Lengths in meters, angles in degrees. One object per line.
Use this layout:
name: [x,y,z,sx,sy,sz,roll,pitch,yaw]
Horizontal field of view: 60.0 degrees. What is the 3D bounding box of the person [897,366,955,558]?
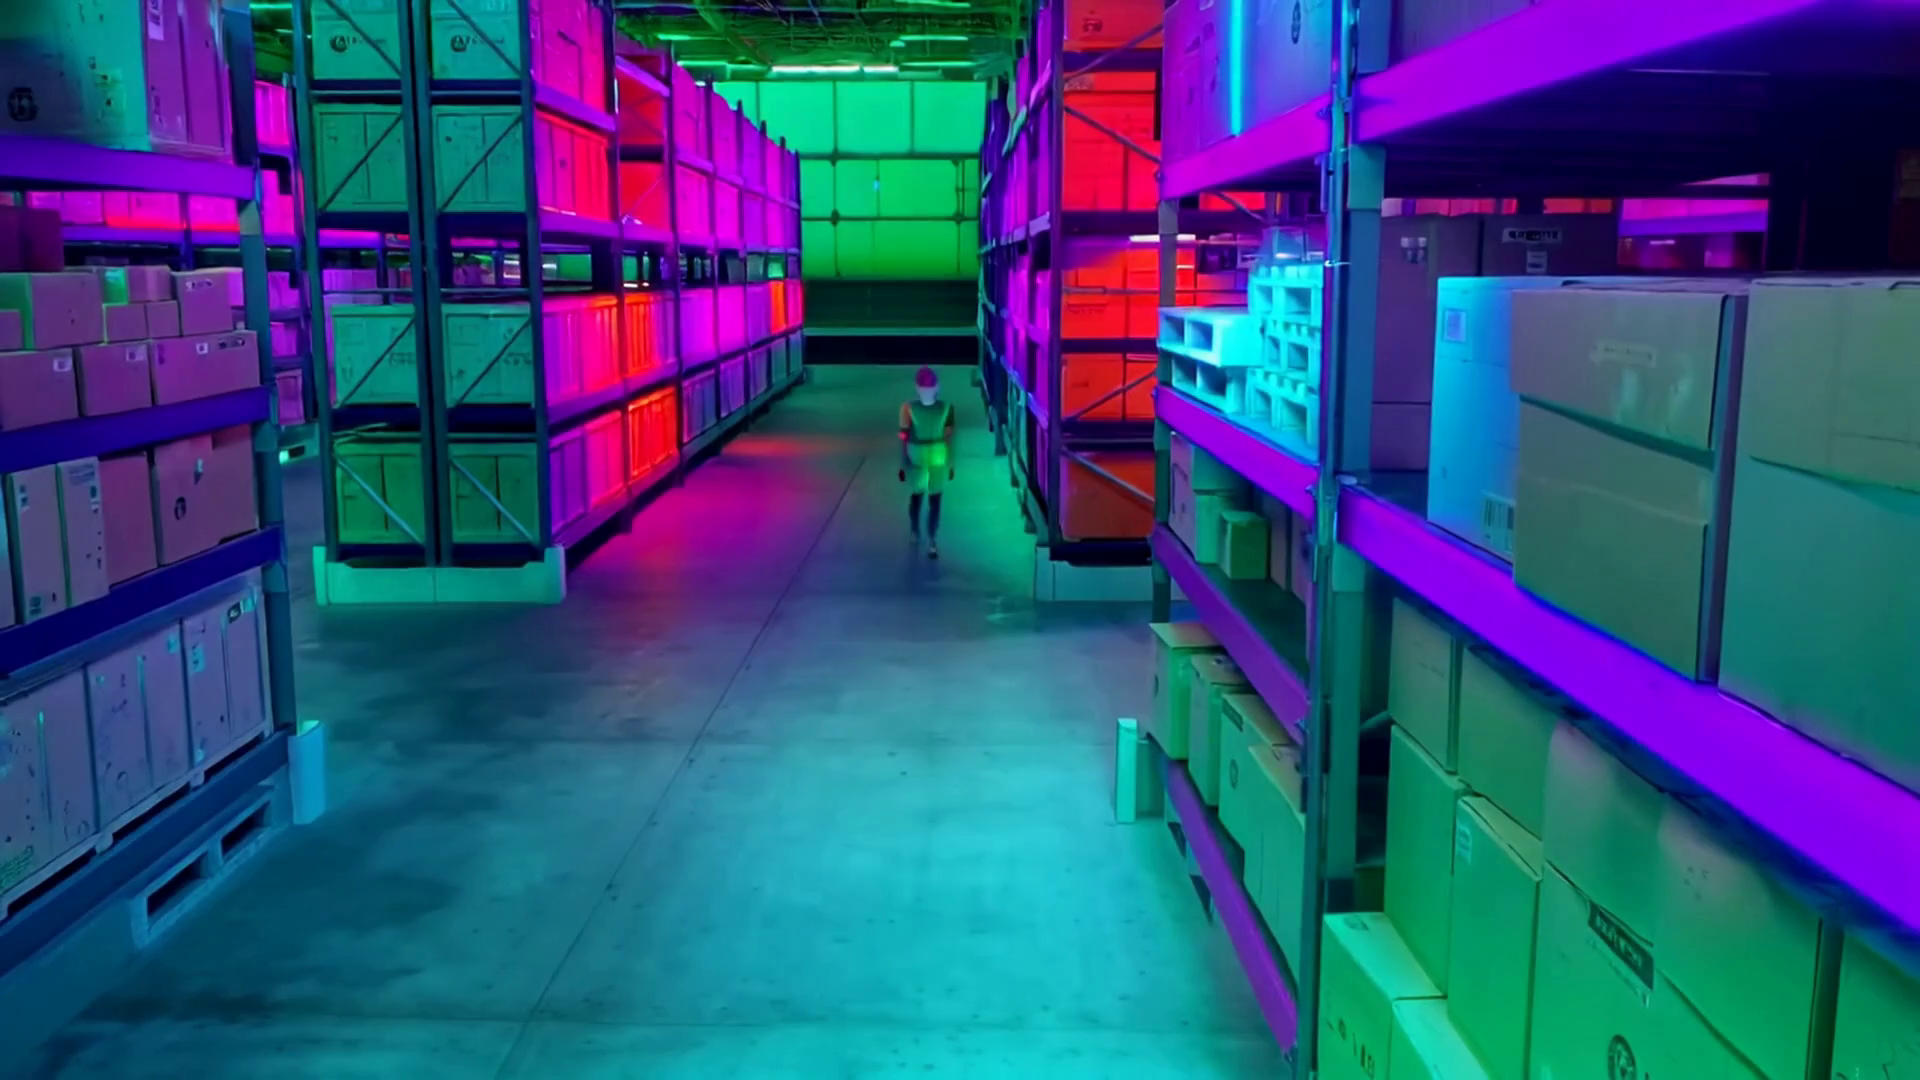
person: [-0.367,-0.845,17.706,0.614,2.018,0.804,-1,9,-7]
